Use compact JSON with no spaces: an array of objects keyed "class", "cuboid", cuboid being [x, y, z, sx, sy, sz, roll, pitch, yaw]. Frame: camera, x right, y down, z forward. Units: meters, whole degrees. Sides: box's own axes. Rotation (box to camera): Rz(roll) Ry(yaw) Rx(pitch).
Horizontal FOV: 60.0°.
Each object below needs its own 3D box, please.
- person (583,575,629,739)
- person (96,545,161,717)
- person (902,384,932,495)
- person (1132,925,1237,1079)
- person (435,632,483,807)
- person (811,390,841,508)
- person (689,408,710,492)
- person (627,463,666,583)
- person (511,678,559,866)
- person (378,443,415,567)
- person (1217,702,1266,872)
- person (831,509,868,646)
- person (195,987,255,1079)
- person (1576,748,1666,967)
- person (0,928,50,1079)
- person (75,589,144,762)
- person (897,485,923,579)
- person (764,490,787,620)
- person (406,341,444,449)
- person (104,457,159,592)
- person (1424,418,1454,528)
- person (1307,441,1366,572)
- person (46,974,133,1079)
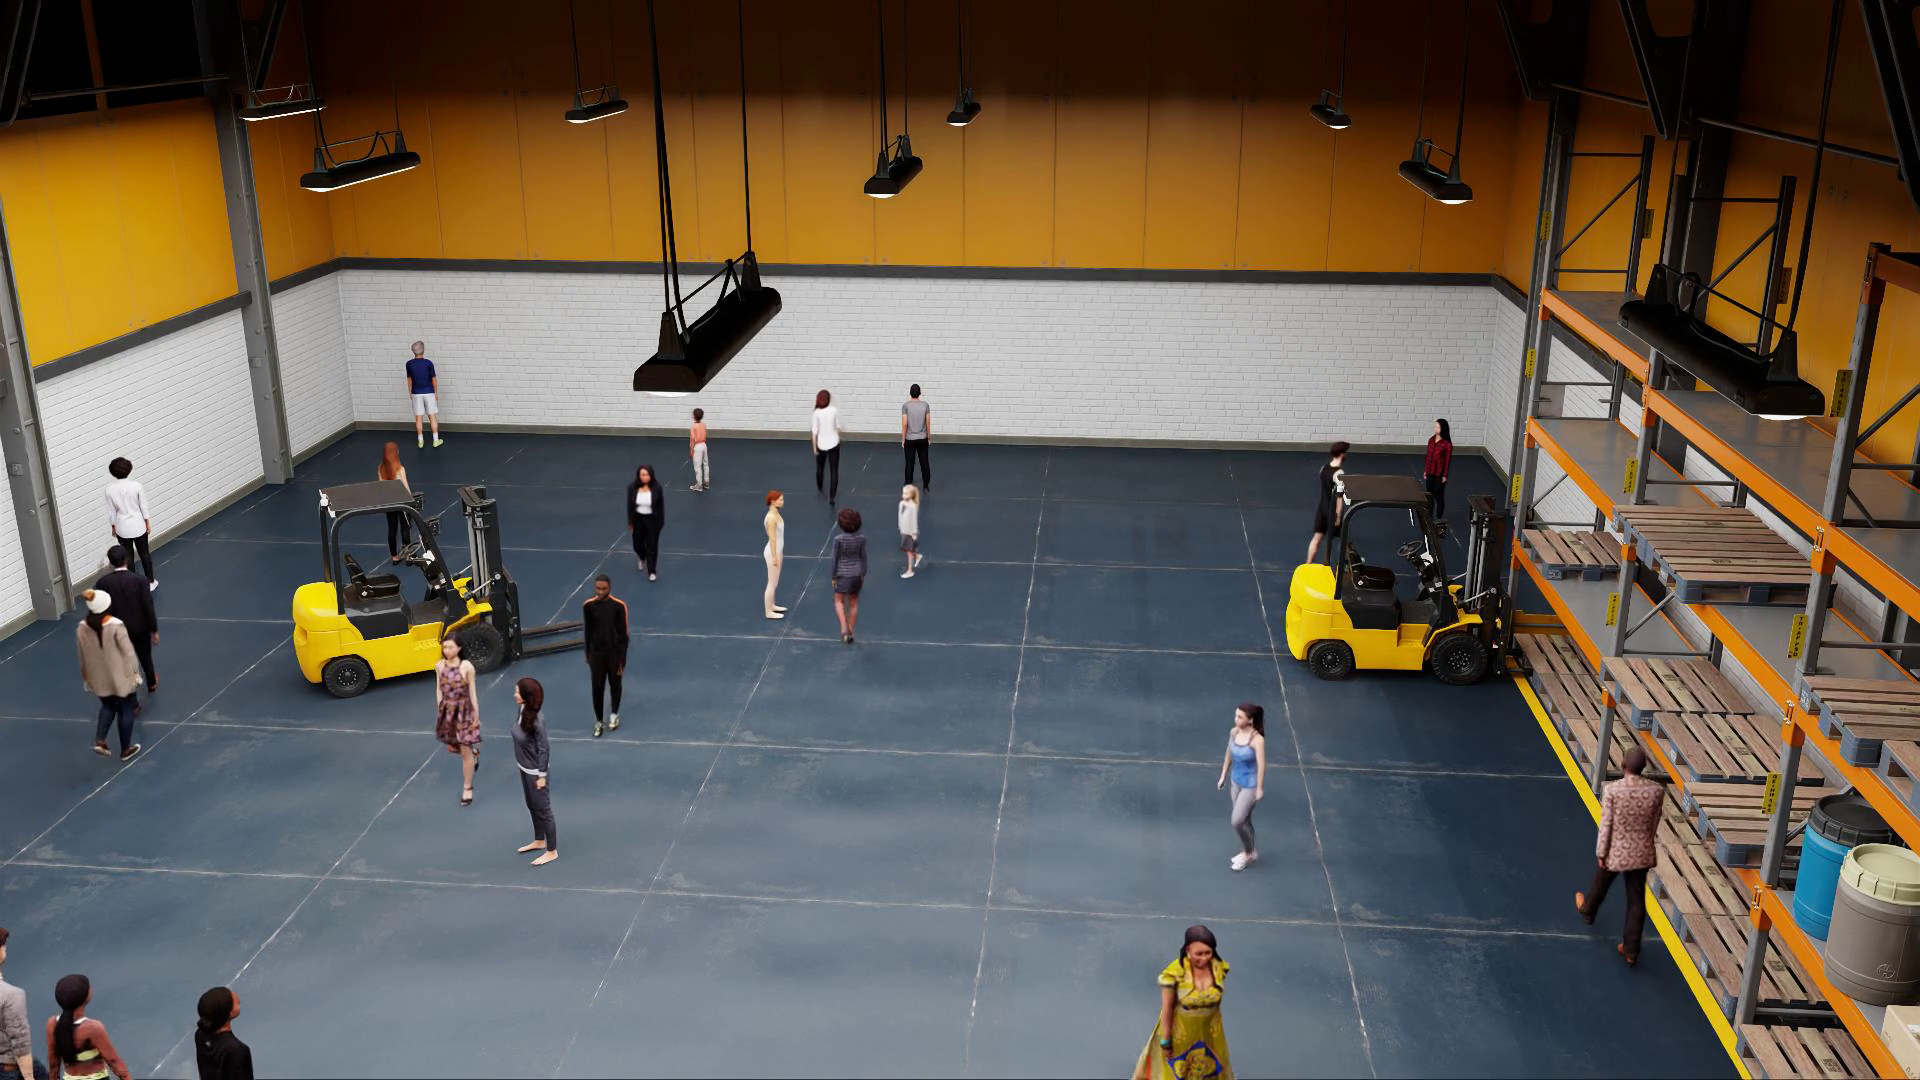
[{"class":"person","cuboid":[-3.716,1.158,17.627,0.723,1.786,0.849,-2,19,-5]},{"class":"person","cuboid":[-9.009,1.010,17.989,1.033,1.834,1.276,-6,19,-17]},{"class":"person","cuboid":[-0.679,-1.566,25.764,0.677,1.755,0.656,-5,19,-14]},{"class":"person","cuboid":[1.539,3.343,11.418,1.074,1.607,1.346,-6,20,-18]},{"class":"person","cuboid":[-4.801,1.693,16.075,0.624,1.763,0.826,2,19,6]},{"class":"person","cuboid":[-1.980,-1.349,25.116,0.823,1.757,1.113,-4,19,-10]},{"class":"person","cuboid":[-4.081,-1.433,26.064,0.629,1.310,0.548,15,24,37]},{"class":"person","cuboid":[-4.177,-0.265,22.134,0.763,1.606,0.859,-3,19,-10]},{"class":"person","cuboid":[-3.833,2.054,14.994,0.744,1.767,0.669,-13,23,-34]},{"class":"person","cuboid":[-7.662,-0.484,22.611,0.609,1.717,0.548,5,19,14]},{"class":"person","cuboid":[2.616,2.182,14.886,0.742,1.594,0.667,-8,20,-22]},{"class":"person","cuboid":[-1.279,0.483,19.786,0.733,1.686,0.762,-7,20,-19]},{"class":"person","cuboid":[-4.689,3.624,10.527,0.841,1.643,1.083,8,20,23]},{"class":"person","cuboid":[5.419,2.579,13.434,0.684,1.768,1.097,1,19,4]},{"class":"person","cuboid":[-6.217,3.431,10.718,0.739,1.887,0.926,4,19,11]},{"class":"person","cuboid":[-8.638,1.384,16.812,0.690,1.877,0.759,2,19,6]},{"class":"person","cuboid":[-0.639,-0.134,22.276,0.771,1.266,0.708,-16,24,-39]},{"class":"person","cuboid":[-2.334,0.171,20.784,0.602,1.641,0.449,0,19,0]},{"class":"person","cuboid":[-9.166,-2.499,28.402,0.684,1.839,0.635,-3,19,-8]},{"class":"person","cuboid":[-10.786,-0.200,21.621,0.710,1.809,0.720,-8,20,-23]},{"class":"person","cuboid":[6.940,-0.969,24.152,0.717,1.652,0.632,-12,22,-31]},{"class":"person","cuboid":[4.855,-0.364,22.058,1.153,1.842,1.214,-9,21,-26]},{"class":"person","cuboid":[-5.564,3.597,10.489,0.701,1.718,1.092,4,19,12]}]
